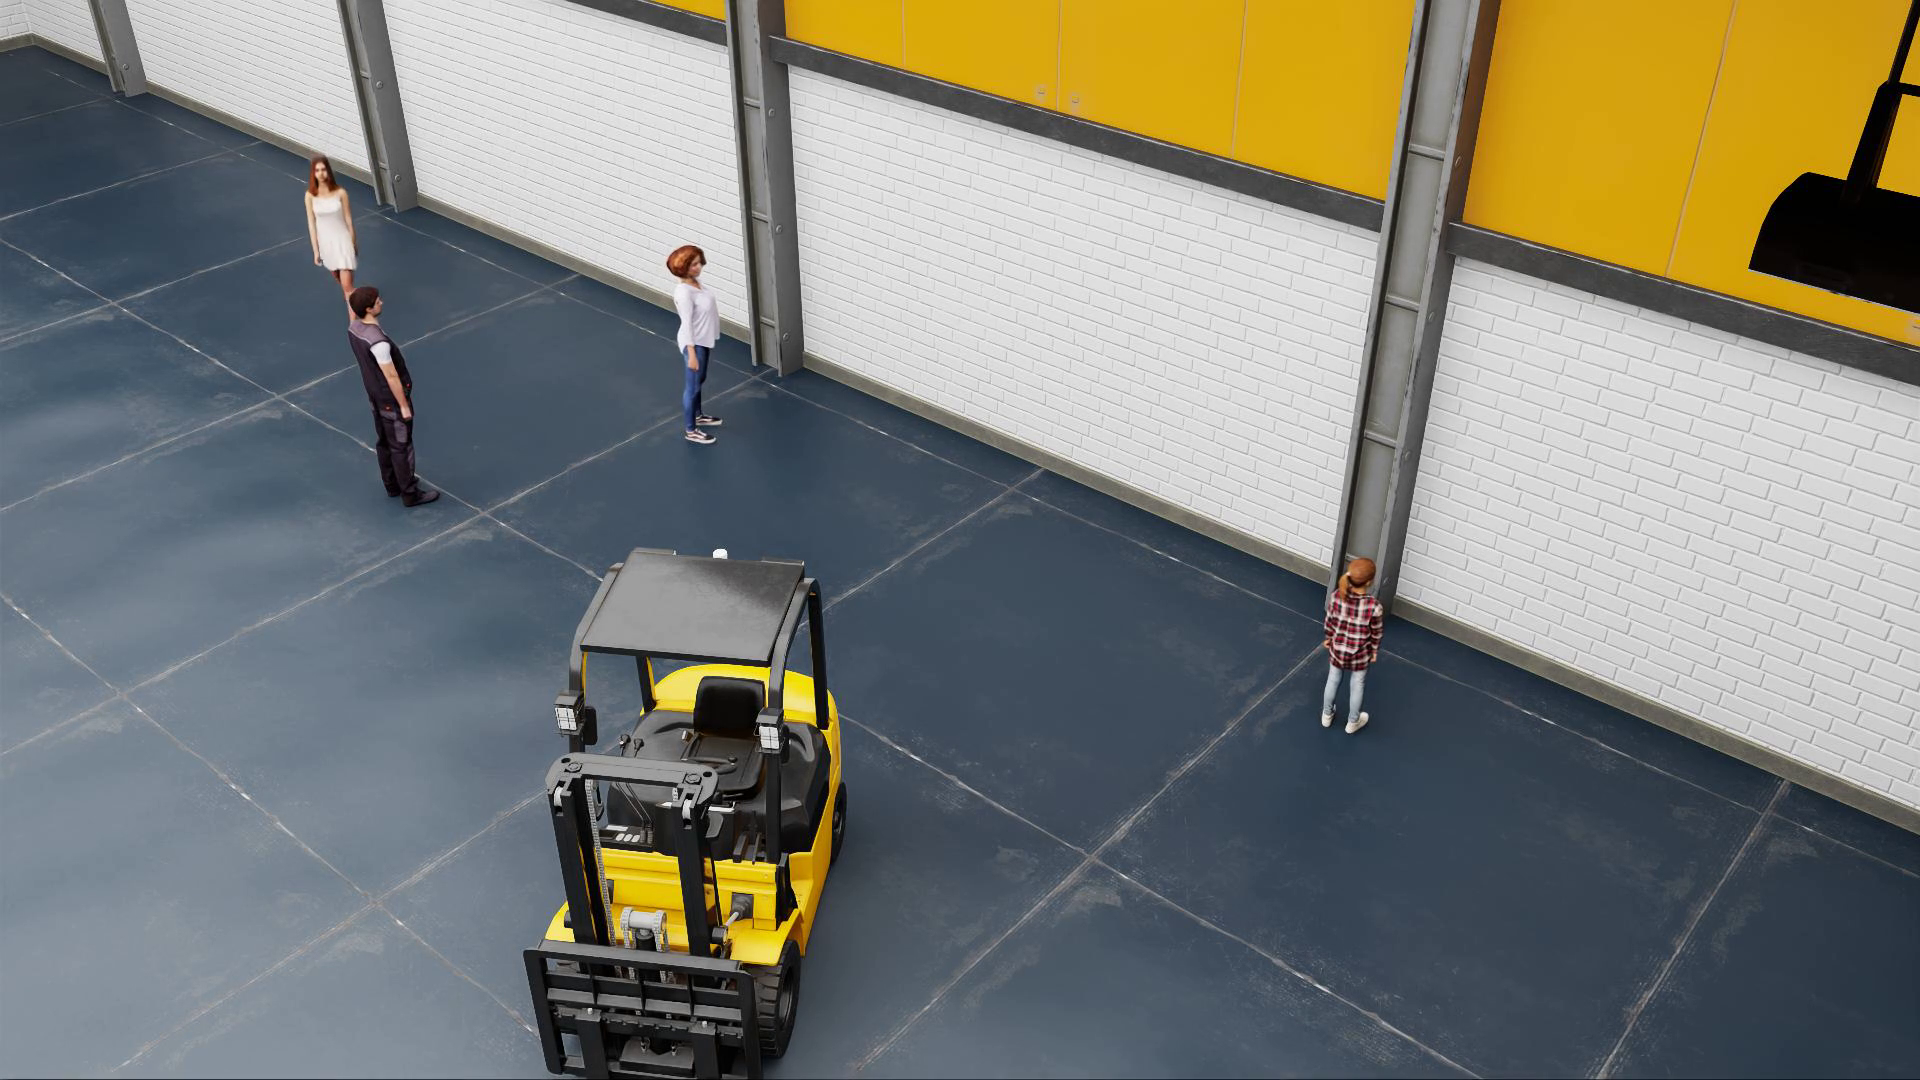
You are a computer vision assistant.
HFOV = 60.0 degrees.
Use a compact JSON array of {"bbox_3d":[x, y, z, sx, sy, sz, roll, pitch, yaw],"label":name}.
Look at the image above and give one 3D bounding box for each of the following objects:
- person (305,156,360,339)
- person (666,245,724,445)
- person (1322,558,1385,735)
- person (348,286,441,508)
[{"bbox_3d":[-5.878,-2.807,15.658,1.064,1.674,1.156,-4,34,-6],"label":"person"},{"bbox_3d":[-2.229,-1.666,13.905,0.775,1.714,0.742,3,34,4],"label":"person"},{"bbox_3d":[2.526,0.682,10.741,0.476,1.307,0.611,19,38,26],"label":"person"},{"bbox_3d":[-4.474,-1.121,12.964,0.726,1.849,0.532,-28,43,-36],"label":"person"}]
